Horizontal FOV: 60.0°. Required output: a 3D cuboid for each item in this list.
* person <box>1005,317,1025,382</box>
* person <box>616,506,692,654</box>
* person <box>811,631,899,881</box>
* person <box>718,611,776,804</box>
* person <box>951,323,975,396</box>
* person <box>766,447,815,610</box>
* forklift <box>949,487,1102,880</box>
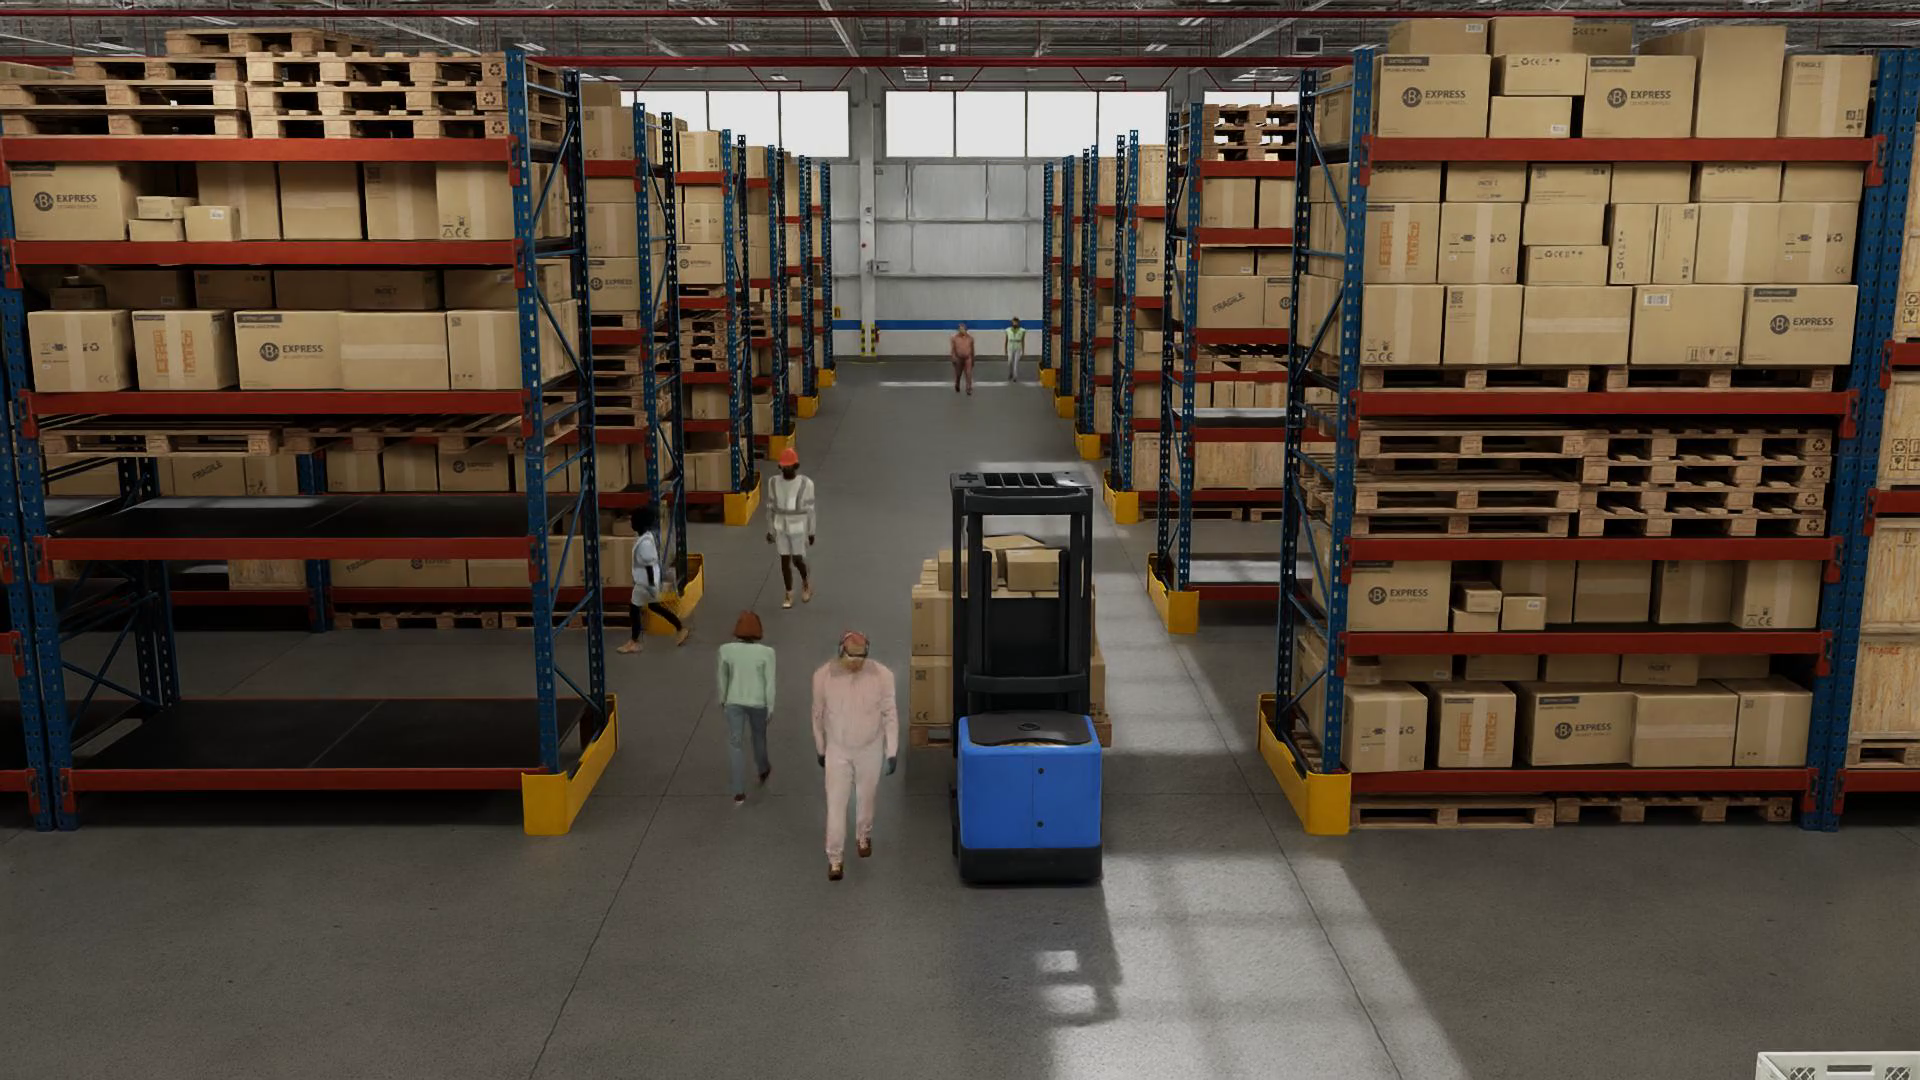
[{"bbox_3d":[1.546,-5.365,46.919,0.558,1.825,0.525,1,11,4],"label":"person"},{"bbox_3d":[-3.434,0.432,18.573,0.794,1.662,0.521,-2,12,-8],"label":"person"},{"bbox_3d":[-0.780,1.580,12.437,0.634,1.849,0.959,-1,11,-7],"label":"person"},{"bbox_3d":[-1.799,1.379,14.072,0.516,1.583,0.865,1,11,3],"label":"person"},{"bbox_3d":[0.081,-4.765,43.792,0.653,1.895,0.649,-1,11,-5],"label":"person"},{"bbox_3d":[-2.095,-0.147,20.563,0.610,2.029,0.468,4,12,17],"label":"person"},{"bbox_3d":[0.495,0.986,12.813,1.129,2.768,1.873,0,11,-2],"label":"forklift"}]
